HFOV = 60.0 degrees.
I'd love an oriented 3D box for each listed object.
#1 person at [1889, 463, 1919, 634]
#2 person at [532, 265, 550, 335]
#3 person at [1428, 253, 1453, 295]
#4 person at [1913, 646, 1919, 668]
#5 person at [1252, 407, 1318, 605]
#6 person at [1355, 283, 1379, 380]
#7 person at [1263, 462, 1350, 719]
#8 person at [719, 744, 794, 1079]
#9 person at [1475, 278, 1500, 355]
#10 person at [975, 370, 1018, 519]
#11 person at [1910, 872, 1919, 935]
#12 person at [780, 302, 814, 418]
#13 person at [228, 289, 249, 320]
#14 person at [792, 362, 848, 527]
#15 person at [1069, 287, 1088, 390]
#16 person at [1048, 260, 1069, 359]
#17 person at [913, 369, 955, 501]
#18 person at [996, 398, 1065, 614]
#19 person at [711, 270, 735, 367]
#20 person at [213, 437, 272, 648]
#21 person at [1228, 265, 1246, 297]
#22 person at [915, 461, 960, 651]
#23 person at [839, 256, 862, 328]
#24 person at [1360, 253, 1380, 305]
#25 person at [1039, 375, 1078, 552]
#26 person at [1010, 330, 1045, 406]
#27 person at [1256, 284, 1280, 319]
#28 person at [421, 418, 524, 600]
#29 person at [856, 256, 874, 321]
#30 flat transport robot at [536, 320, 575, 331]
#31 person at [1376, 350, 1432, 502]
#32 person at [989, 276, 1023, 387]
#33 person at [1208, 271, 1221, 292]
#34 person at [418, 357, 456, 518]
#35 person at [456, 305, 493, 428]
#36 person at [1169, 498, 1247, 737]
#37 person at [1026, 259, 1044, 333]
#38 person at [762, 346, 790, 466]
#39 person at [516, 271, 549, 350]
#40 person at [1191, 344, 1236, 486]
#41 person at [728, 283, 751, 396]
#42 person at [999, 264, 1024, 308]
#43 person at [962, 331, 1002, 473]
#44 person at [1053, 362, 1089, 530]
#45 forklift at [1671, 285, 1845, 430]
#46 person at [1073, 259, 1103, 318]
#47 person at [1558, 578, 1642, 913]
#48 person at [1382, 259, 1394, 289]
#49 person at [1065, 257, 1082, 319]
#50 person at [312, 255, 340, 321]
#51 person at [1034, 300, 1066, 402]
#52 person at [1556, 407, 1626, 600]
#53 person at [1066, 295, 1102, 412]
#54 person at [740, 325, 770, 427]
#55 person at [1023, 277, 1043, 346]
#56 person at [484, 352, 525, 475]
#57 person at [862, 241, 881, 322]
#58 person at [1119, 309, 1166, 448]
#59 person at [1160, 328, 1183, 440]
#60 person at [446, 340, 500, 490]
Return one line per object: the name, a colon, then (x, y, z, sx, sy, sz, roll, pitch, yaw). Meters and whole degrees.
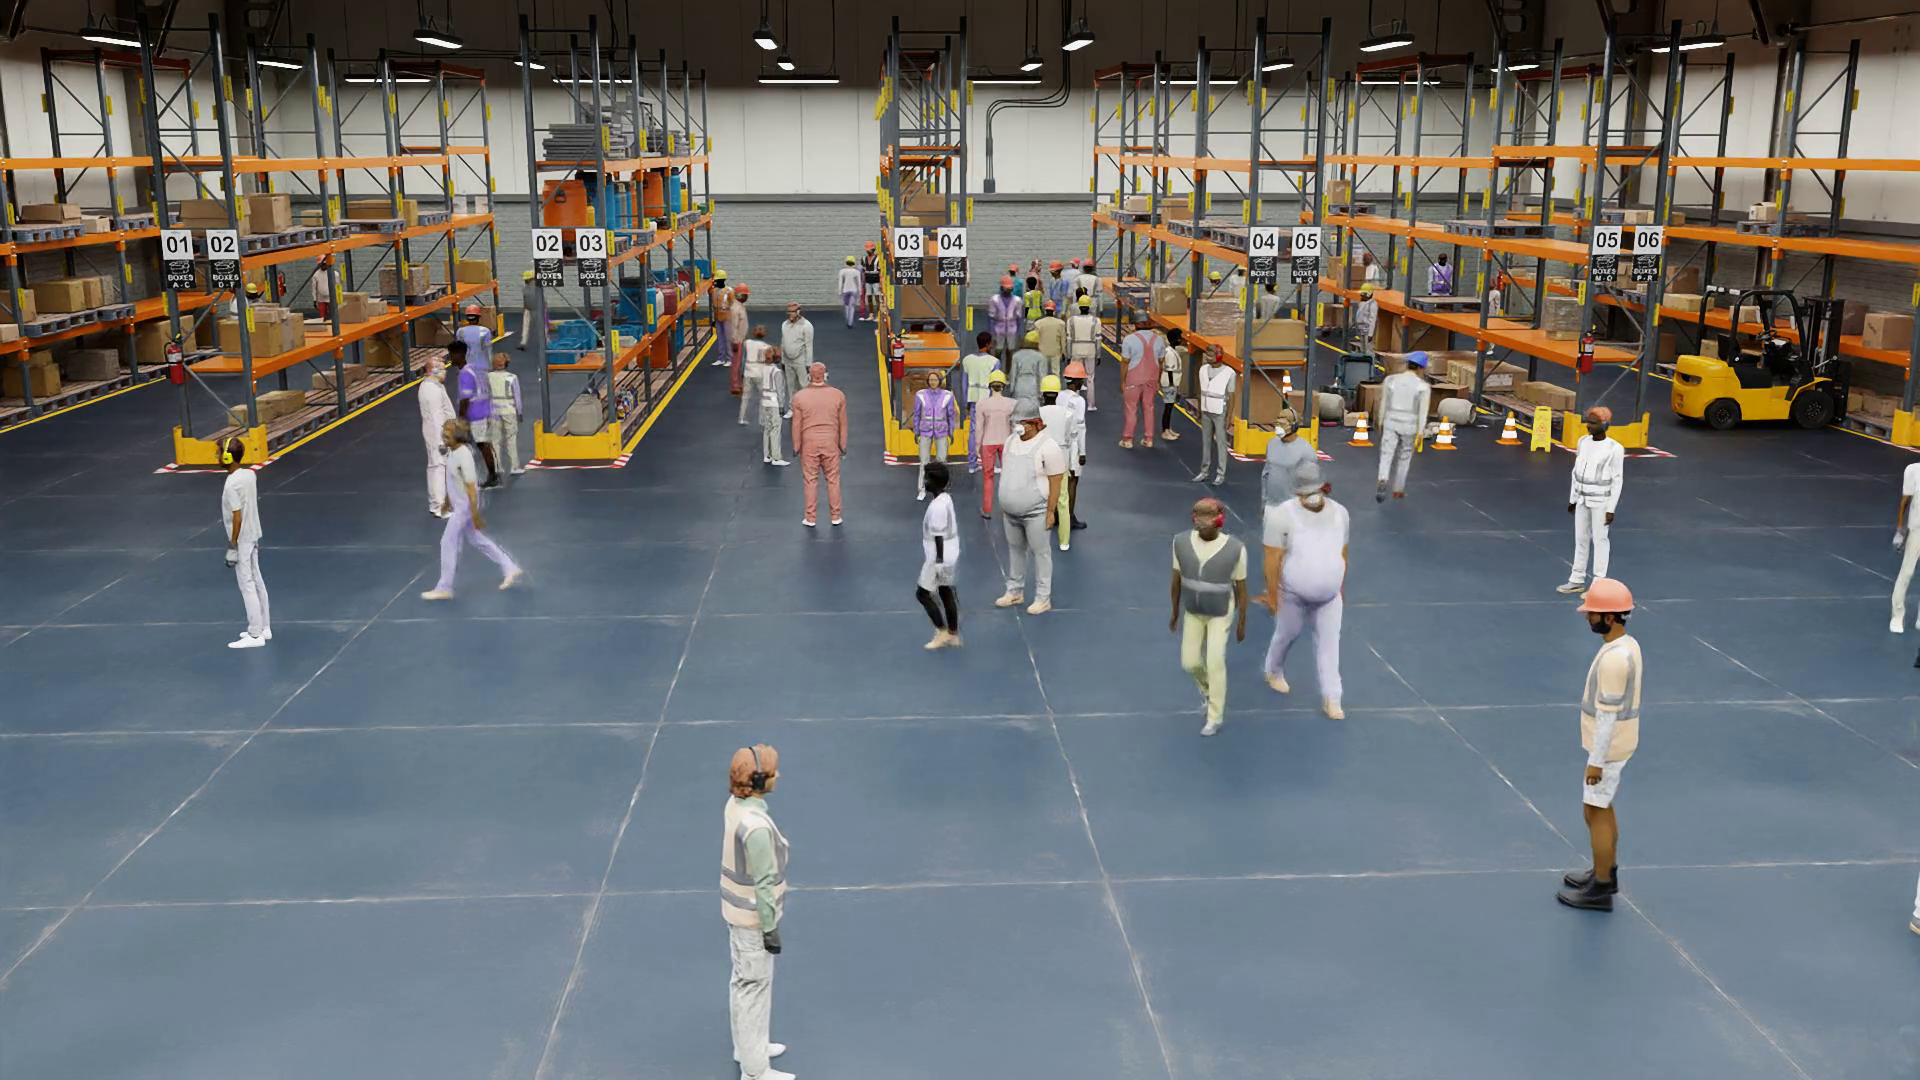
person: (8.683, -0.068, 14.926, 0.533, 1.868, 0.310, 2, 13, 10)
person: (-9.789, -5.642, 38.774, 0.319, 1.755, 0.571, -9, 16, -35)
person: (11.553, -5.968, 39.978, 0.624, 1.844, 0.430, -1, 13, -6)
person: (8.225, 0.180, 13.727, 0.373, 1.934, 0.551, 3, 14, 10)
person: (3.074, -0.291, 15.719, 0.371, 1.941, 0.627, -9, 16, -33)
person: (7.673, -3.936, 31.418, 0.405, 1.824, 0.593, -2, 13, -7)
person: (2.691, 0.300, 12.997, 0.696, 2.000, 0.993, -3, 14, -11)
person: (-0.961, 1.744, 7.761, 0.313, 1.632, 0.518, -4, 14, -18)
person: (11.185, -4.748, 35.253, 0.267, 1.632, 0.509, -11, 17, -40)
person: (0.430, -1.123, 19.612, 0.534, 1.767, 0.314, -2, 13, -9)
person: (5.540, 1.310, 9.079, 0.581, 1.879, 0.345, -4, 14, -15)
person: (-2.640, -2.877, 26.773, 0.642, 1.899, 0.394, 9, 16, 34)
person: (-13.876, -4.114, 32.130, 0.393, 1.839, 0.563, -10, 17, -37)
person: (-1.623, -1.099, 19.216, 0.648, 1.904, 0.401, -3, 14, -12)
person: (2.149, -3.639, 30.074, 0.317, 1.867, 0.525, -8, 15, -30)
person: (2.014, -4.793, 34.603, 0.419, 2.034, 0.604, -7, 15, -29)
person: (-0.323, -1.303, 20.645, 0.513, 1.642, 0.313, 0, 13, 0)
person: (0.613, -0.324, 15.639, 0.535, 2.000, 0.684, -13, 18, -43)
person: (-4.758, -4.435, 33.298, 0.595, 1.925, 0.370, 10, 17, 37)
person: (-6.294, 0.022, 14.556, 0.328, 1.865, 0.521, -1, 13, -3)
person: (6.424, -5.522, 38.314, 0.549, 1.738, 0.763, 4, 14, 18)
person: (-0.189, 0.149, 14.404, 0.433, 1.677, 0.551, 1, 13, 6)
person: (-2.642, -6.048, 40.509, 0.553, 1.734, 0.806, 2, 13, 10)
person: (9.761, -5.918, 39.746, 0.580, 1.856, 0.837, -2, 13, -10)
person: (0.975, -0.816, 17.967, 0.585, 1.928, 0.378, -2, 13, -8)
person: (0.980, -2.194, 24.237, 0.501, 1.717, 0.351, 1, 13, 6)
person: (5.884, -4.037, 31.784, 0.434, 1.849, 0.559, -13, 18, -43)
person: (-4.759, -0.321, 16.145, 0.931, 1.805, 0.534, -5, 14, -19)
person: (-2.397, -6.389, 42.205, 0.507, 1.632, 0.275, -5, 14, -20)
flat transport robot: (-9.420, -5.148, 39.869, 1.431, 0.197, 0.652, -3, 14, -14)
person: (5.399, -1.362, 20.360, 0.646, 1.895, 0.779, 7, 15, 27)
person: (0.843, -3.815, 30.442, 0.632, 2.032, 0.420, -1, 13, -5)
person: (5.349, -4.770, 35.057, 0.302, 1.772, 0.530, -1, 13, -6)
person: (-6.169, -1.222, 19.734, 0.403, 1.906, 0.652, -6, 15, -25)
person: (-7.538, -2.697, 25.936, 0.542, 1.929, 0.369, -1, 13, -5)
person: (1.853, 0.552, 12.404, 0.617, 1.817, 0.524, 8, 15, 29)
person: (1.676, -5.282, 36.967, 0.397, 1.900, 0.635, -3, 14, -12)
person: (-2.566, -1.846, 22.946, 0.309, 1.639, 0.523, -8, 16, -31)
person: (-9.273, -4.984, 36.070, 0.526, 1.717, 0.897, 6, 14, 22)
person: (3.322, -1.632, 21.614, 0.390, 1.838, 0.563, -12, 18, -42)
person: (-3.882, -3.538, 29.398, 0.424, 1.981, 0.671, 0, 13, 0)
person: (1.200, -5.386, 37.754, 0.560, 1.720, 0.663, 7, 15, 29)
person: (0.301, -1.837, 22.311, 0.598, 1.917, 0.378, 9, 16, 35)
person: (1.283, -1.081, 19.100, 0.406, 1.926, 0.543, -8, 16, -31)
forklift: (12.503, -2.886, 26.166, 2.313, 2.155, 1.214, -1, 13, -3)
person: (2.697, -4.918, 35.169, 0.652, 2.017, 0.456, 0, 13, 1)
person: (3.694, 1.167, 9.580, 0.390, 1.922, 0.554, 7, 15, 27)
person: (10.563, -6.148, 41.215, 0.349, 1.617, 0.523, 11, 17, 39)
person: (2.756, -5.965, 40.199, 0.405, 1.725, 0.578, -11, 17, -40)
person: (-14.103, -5.352, 37.042, 0.623, 1.990, 0.392, -1, 13, -5)
person: (1.540, -3.247, 28.636, 0.572, 1.748, 0.342, 0, 13, 1)
person: (6.132, -0.358, 16.123, 0.354, 1.883, 0.572, -6, 14, -23)
person: (2.055, -3.087, 27.591, 0.589, 1.927, 0.369, 2, 13, 10)
person: (-3.208, -2.572, 26.064, 0.574, 1.613, 0.325, 7, 15, 28)
person: (1.512, -4.619, 34.585, 0.320, 1.691, 0.531, 13, 18, 43)
person: (-6.107, -1.685, 22.266, 0.523, 1.638, 0.310, 3, 14, 13)
person: (-2.216, -6.481, 41.763, 0.611, 2.029, 0.408, 7, 15, 27)
person: (2.624, -2.365, 24.288, 0.687, 2.000, 0.536, -5, 14, -21)
person: (3.162, -2.336, 24.924, 0.321, 1.686, 0.539, 2, 13, 10)
person: (-6.307, -1.581, 21.205, 0.798, 1.925, 0.619, -5, 14, -19)
